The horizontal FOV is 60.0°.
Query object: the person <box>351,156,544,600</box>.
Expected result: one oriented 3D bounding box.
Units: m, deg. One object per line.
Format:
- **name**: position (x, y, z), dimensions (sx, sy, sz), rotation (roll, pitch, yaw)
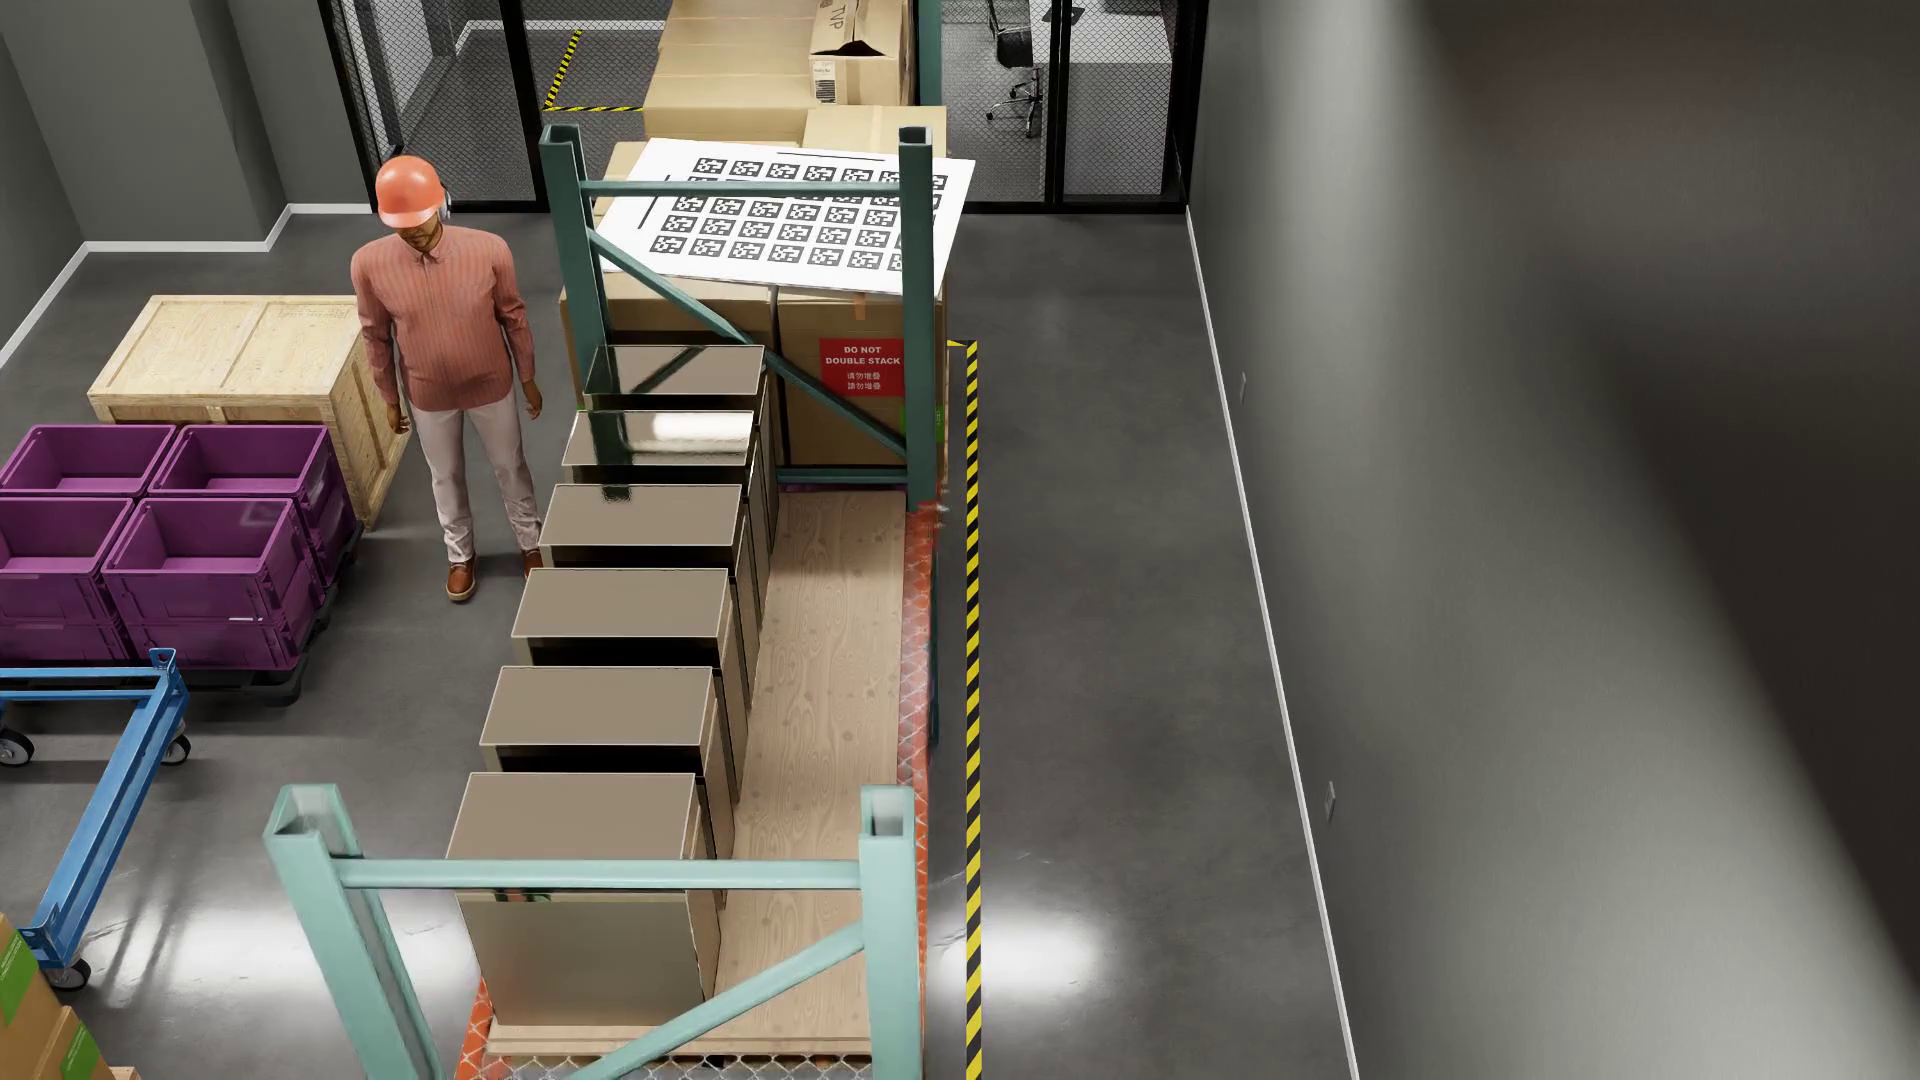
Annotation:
- **person**: position (-1.970, -0.607, 6.538), dimensions (0.625, 1.992, 0.388), rotation (-9, 42, -11)
